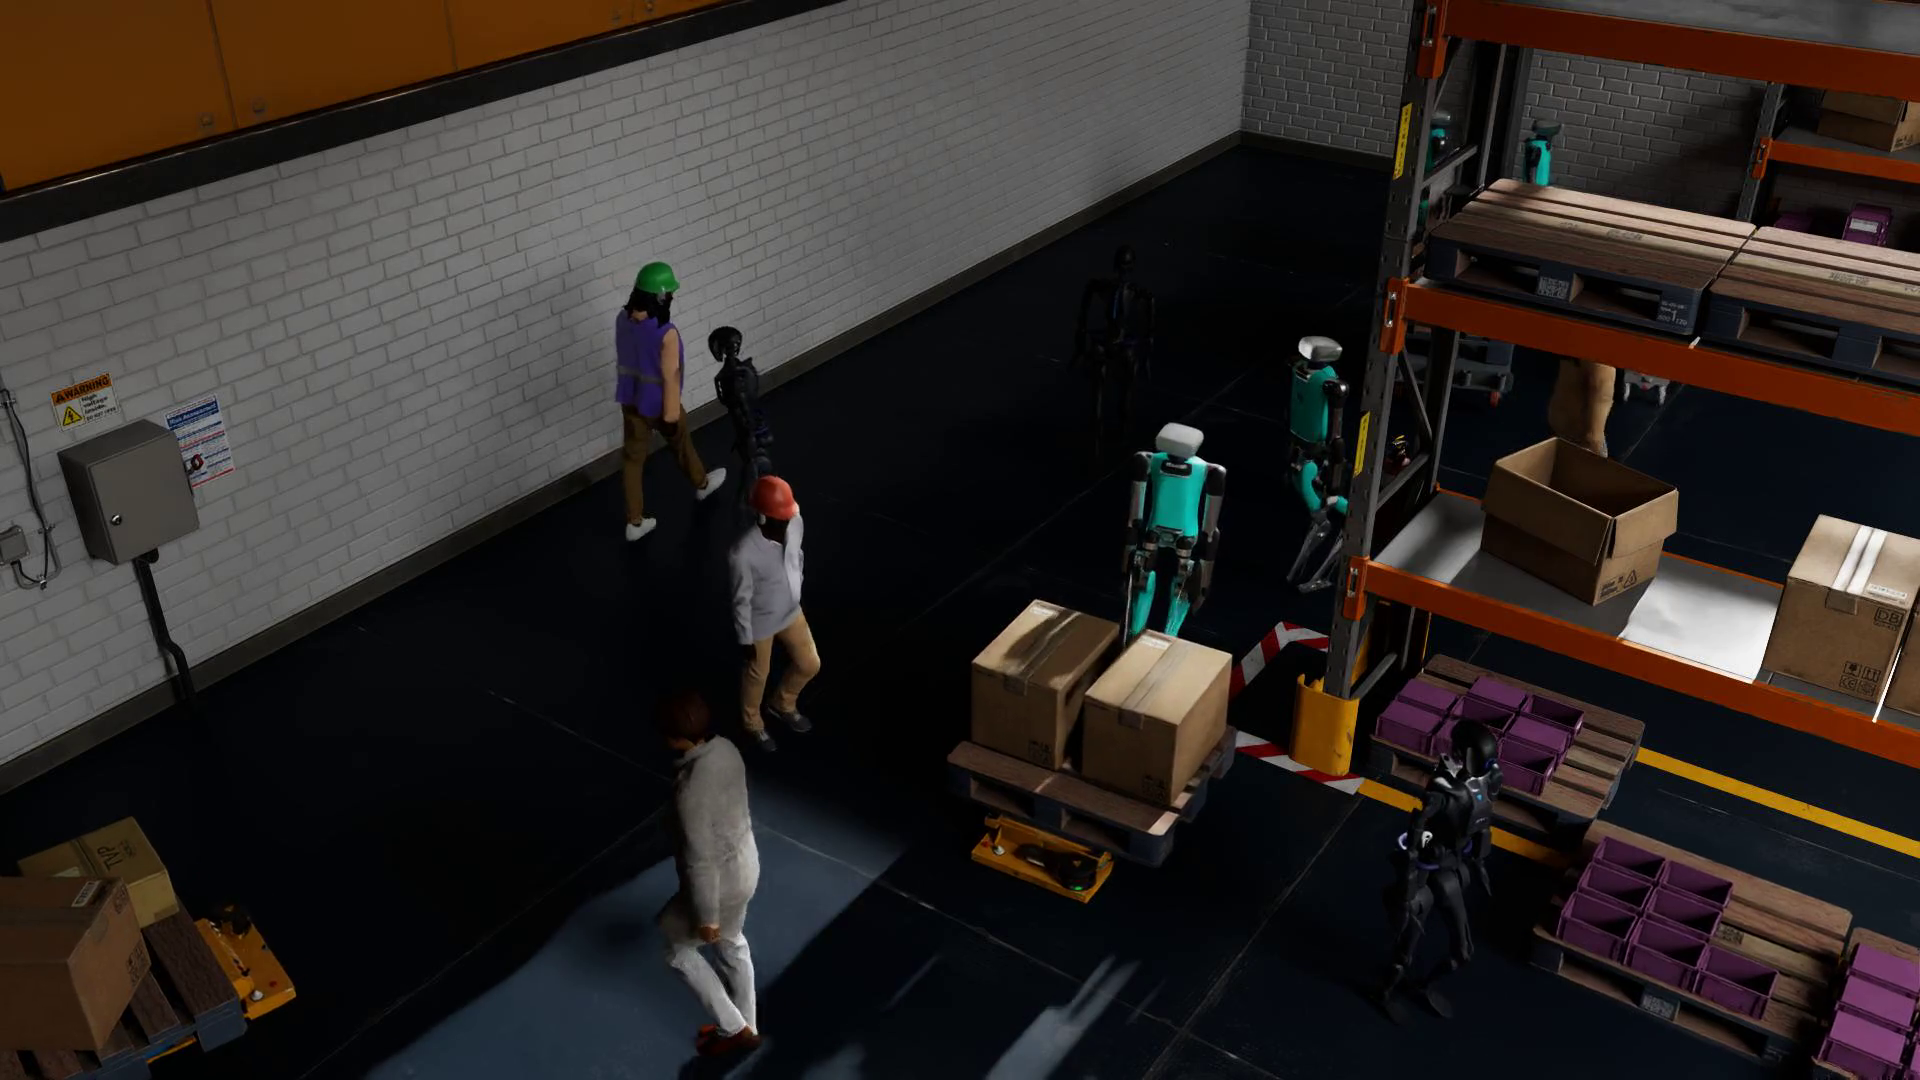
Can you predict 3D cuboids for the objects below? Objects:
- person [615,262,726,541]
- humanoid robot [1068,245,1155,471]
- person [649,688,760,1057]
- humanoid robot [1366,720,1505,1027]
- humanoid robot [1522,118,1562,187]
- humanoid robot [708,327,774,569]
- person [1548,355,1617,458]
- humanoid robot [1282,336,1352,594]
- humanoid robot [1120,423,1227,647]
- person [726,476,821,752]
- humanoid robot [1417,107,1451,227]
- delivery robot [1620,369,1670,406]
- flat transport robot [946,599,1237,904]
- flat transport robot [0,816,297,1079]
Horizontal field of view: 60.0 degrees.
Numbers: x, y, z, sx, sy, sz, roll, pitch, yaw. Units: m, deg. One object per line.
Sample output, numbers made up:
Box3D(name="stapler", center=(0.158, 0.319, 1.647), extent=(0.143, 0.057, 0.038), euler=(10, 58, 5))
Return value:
Box3D(name="person", center=(-1.991, -0.972, 11.119), extent=(0.519, 1.863, 1.010), euler=(16, 34, 26))
Box3D(name="humanoid robot", center=(1.091, -1.354, 12.032), extent=(0.611, 1.626, 0.783), euler=(6, 31, 11))
Box3D(name="person", center=(-1.055, 1.431, 7.019), extent=(0.437, 1.803, 0.534), euler=(7, 31, 13))
Box3D(name="humanoid robot", center=(2.034, 1.433, 7.143), extent=(0.601, 1.638, 0.364), euler=(-19, 35, -29))
Box3D(name="humanoid robot", center=(5.144, -2.695, 14.265), extent=(0.893, 1.779, 0.535), euler=(14, 33, 23))
Box3D(name="humanoid robot", center=(-1.356, -0.610, 10.702), extent=(0.468, 1.630, 0.612), euler=(-8, 31, -13))
Box3D(name="person", center=(4.027, -0.780, 10.797), extent=(0.456, 1.862, 0.583), euler=(-2, 30, -4))
Box3D(name="humanoid robot", center=(2.321, -0.429, 10.352), extent=(0.667, 1.834, 0.557), euler=(-14, 33, -22))
Box3D(name="humanoid robot", center=(1.079, 0.311, 9.060), extent=(0.536, 1.804, 0.774), euler=(10, 32, 17))
Box3D(name="person", center=(-1.009, 0.397, 8.896), extent=(0.490, 1.723, 0.567), euler=(19, 35, 30))
Box3D(name="humanoid robot", center=(4.383, -2.938, 14.699), extent=(0.954, 1.784, 0.540), euler=(-2, 30, -3))
Box3D(name="delivery robot", center=(5.443, -1.442, 13.247), extent=(0.499, 0.587, 0.777), euler=(7, 31, 11))
Box3D(name="flat transport robot", center=(0.691, 1.326, 8.740), extent=(0.659, 0.231, 1.431), euler=(16, 34, 26))
Box3D(name="flat transport robot", center=(-3.775, 2.121, 7.359), extent=(1.431, 0.231, 0.659), euler=(-23, 37, -34))
